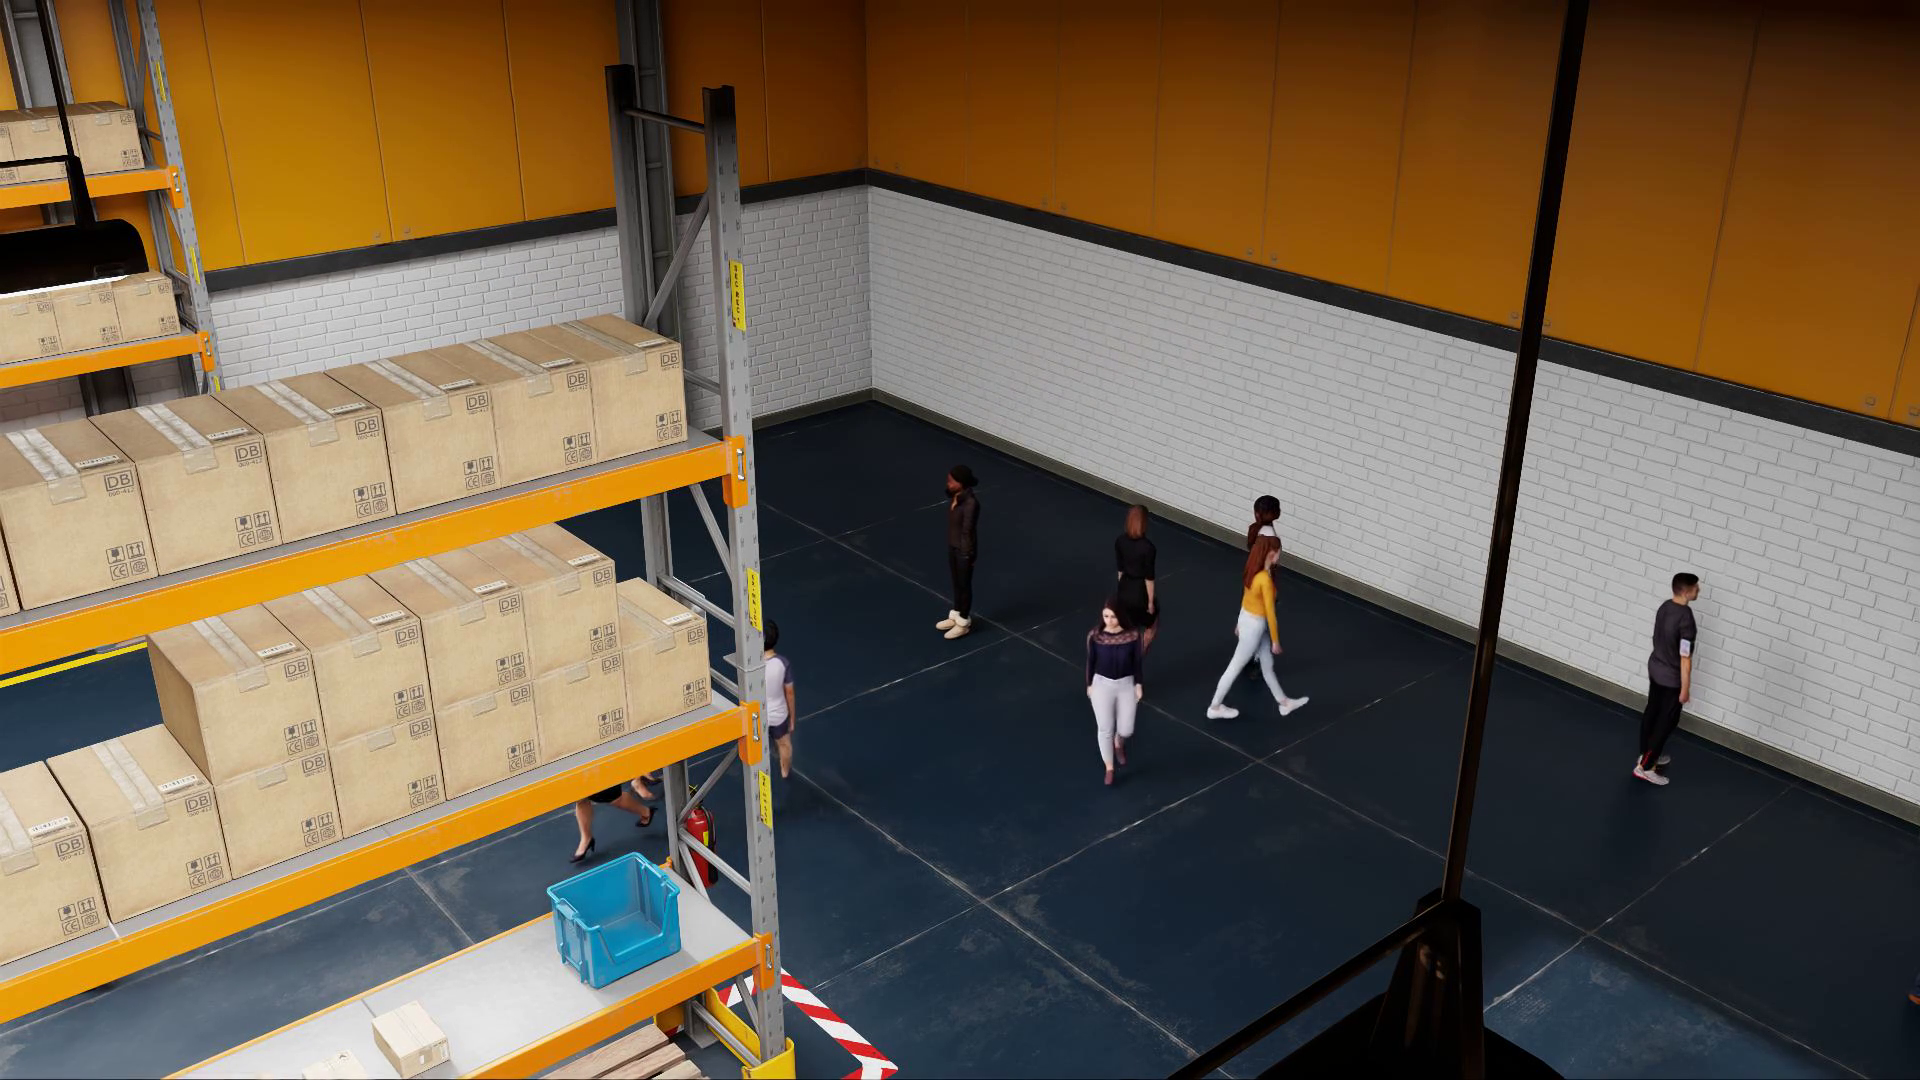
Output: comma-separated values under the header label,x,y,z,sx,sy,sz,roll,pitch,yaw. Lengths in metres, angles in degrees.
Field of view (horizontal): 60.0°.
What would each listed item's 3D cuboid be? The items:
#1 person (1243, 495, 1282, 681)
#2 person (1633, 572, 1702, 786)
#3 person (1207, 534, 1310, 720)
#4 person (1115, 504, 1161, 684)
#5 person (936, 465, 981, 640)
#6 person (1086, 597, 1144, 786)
label,x,y,z,sx,sy,sz,roll,pitch,yaw
person,2.683,0.403,14.764,0.655,1.720,0.658,-7,24,-15
person,5.591,1.067,13.185,0.818,1.769,0.774,-1,24,-3
person,2.351,0.790,13.899,1.180,1.705,1.001,-3,24,-8
person,1.468,0.535,14.504,0.640,1.686,0.649,-20,31,-38
person,0.037,0.084,15.564,0.698,1.665,0.632,-13,27,-27
person,1.221,1.164,13.177,0.780,1.597,0.840,2,24,5
